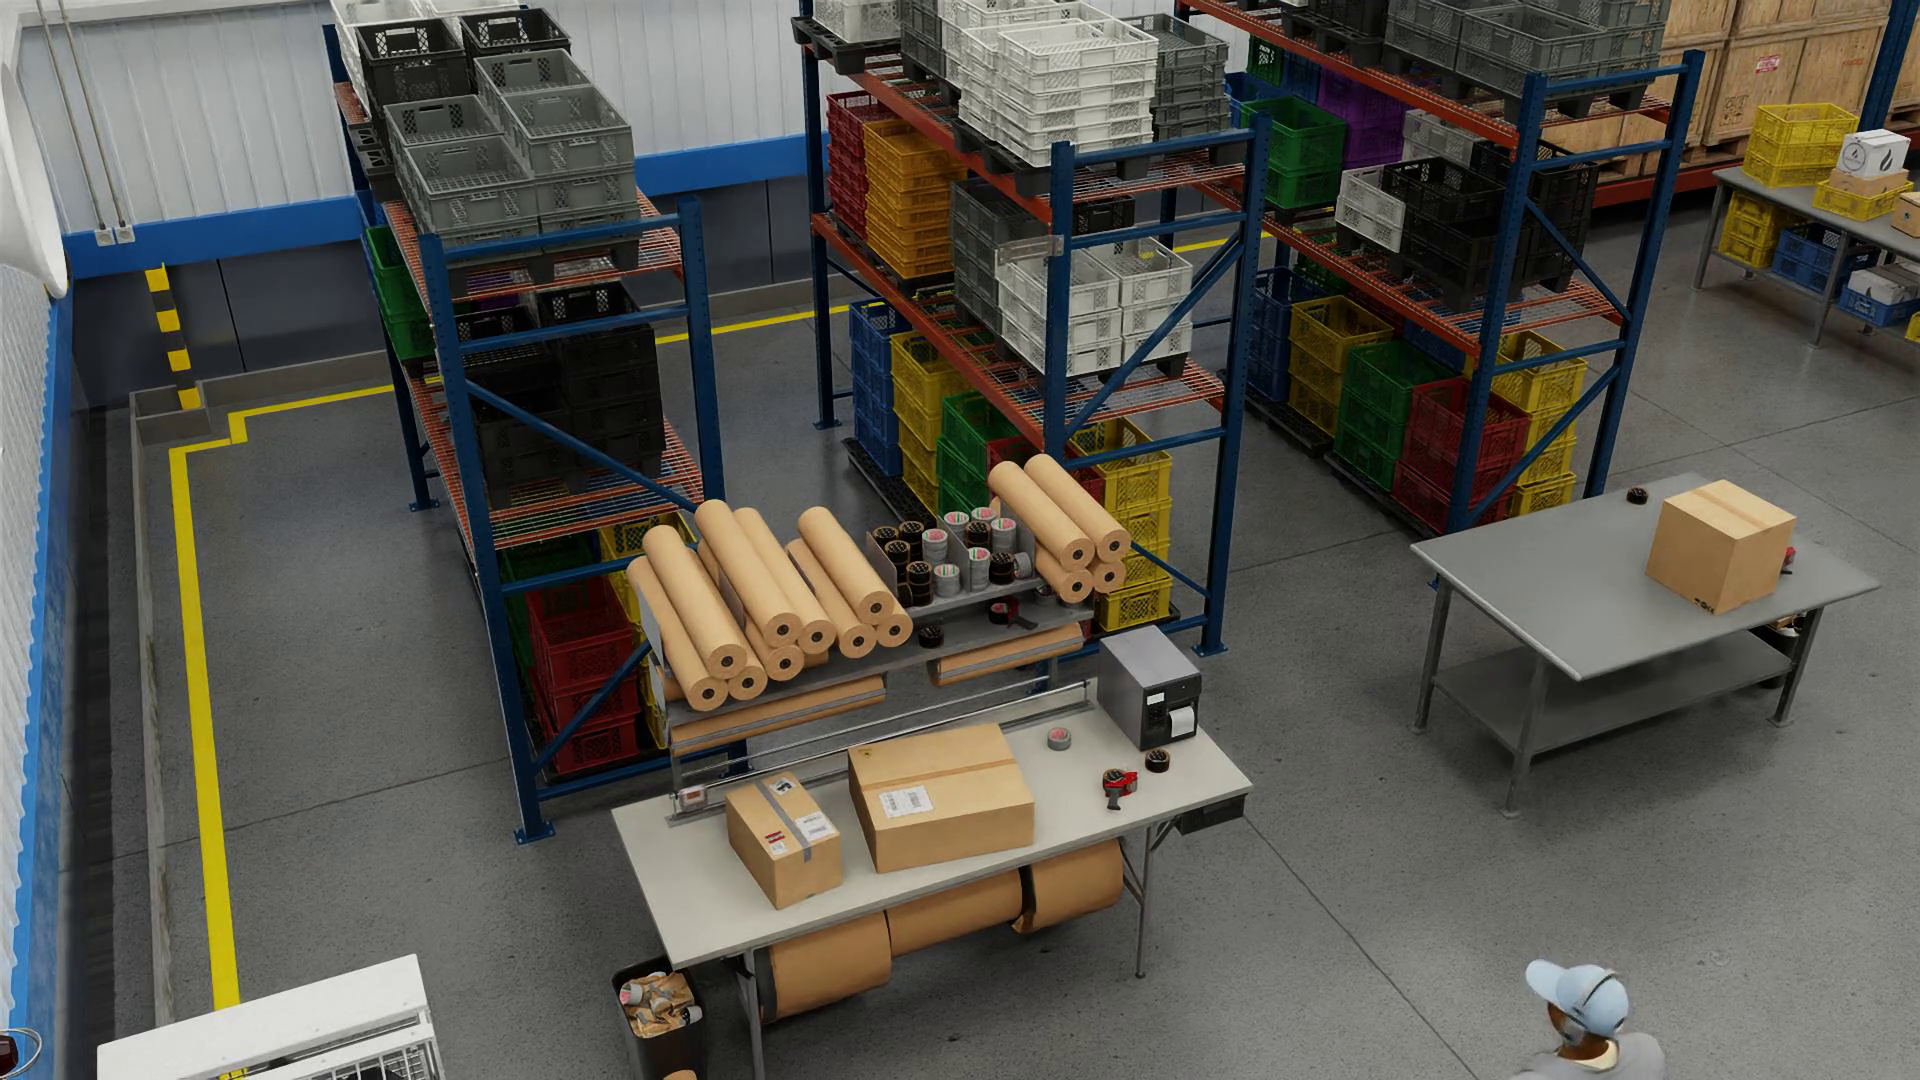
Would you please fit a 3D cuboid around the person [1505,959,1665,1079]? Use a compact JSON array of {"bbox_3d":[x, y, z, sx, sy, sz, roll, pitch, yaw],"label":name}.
[{"bbox_3d":[1.809,2.005,5.203,0.597,1.851,0.381,-13,34,-20],"label":"person"}]
